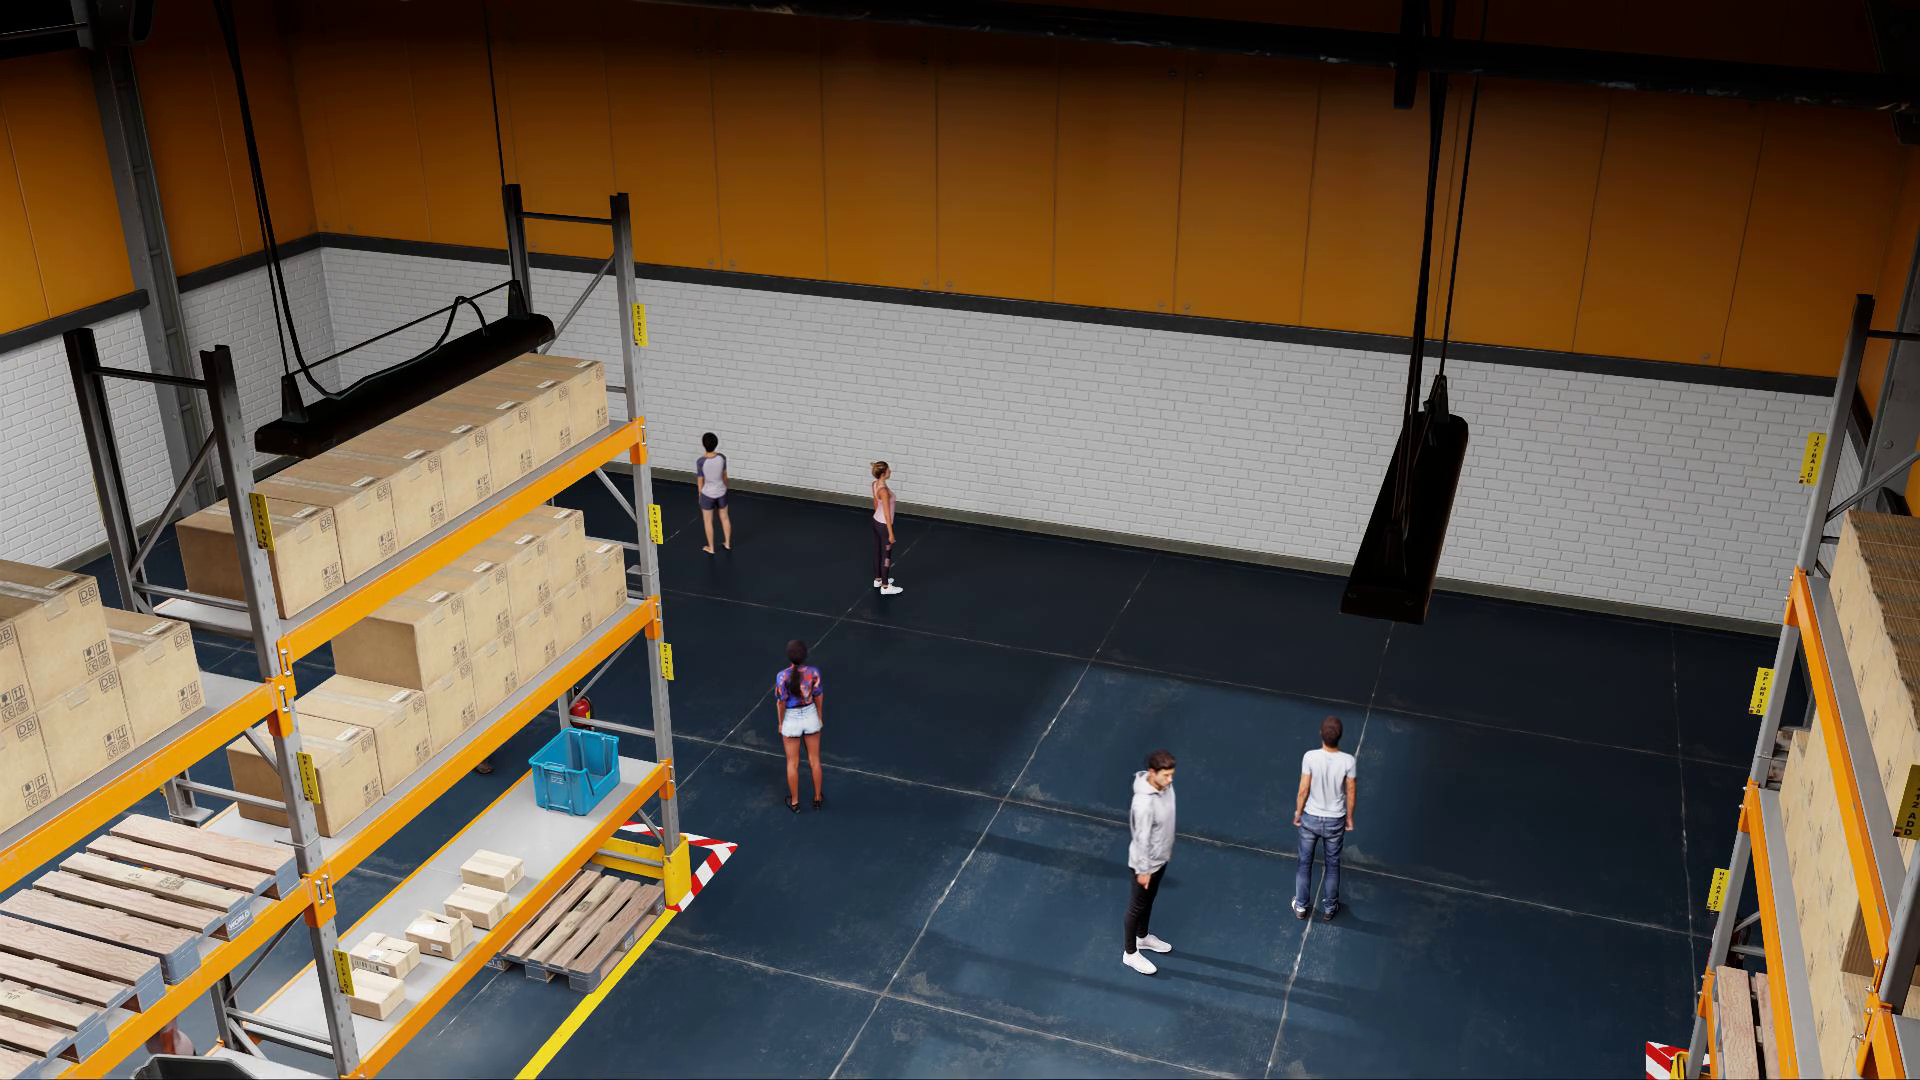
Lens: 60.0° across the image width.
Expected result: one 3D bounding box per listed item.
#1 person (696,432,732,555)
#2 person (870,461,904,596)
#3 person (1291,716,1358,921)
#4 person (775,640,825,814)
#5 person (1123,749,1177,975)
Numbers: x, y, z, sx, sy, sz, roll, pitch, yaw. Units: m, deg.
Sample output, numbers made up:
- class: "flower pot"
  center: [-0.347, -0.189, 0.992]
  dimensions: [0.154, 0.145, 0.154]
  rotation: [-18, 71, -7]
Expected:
- class: "person"
  center: [-3.067, -0.602, 20.667]
  dimensions: [0.630, 1.565, 0.711]
  rotation: [-14, 27, -30]
- class: "person"
  center: [-0.913, -0.167, 19.580]
  dimensions: [0.725, 1.640, 0.660]
  rotation: [-9, 25, -21]
- class: "person"
  center: [2.990, 2.286, 13.685]
  dimensions: [0.682, 1.867, 0.599]
  rotation: [3, 24, 8]
- class: "person"
  center: [-1.457, 1.685, 15.213]
  dimensions: [0.672, 1.745, 0.696]
  rotation: [-6, 24, -14]
- class: "person"
  center: [1.493, 2.491, 13.140]
  dimensions: [0.771, 1.928, 0.564]
  rotation: [12, 26, 26]
